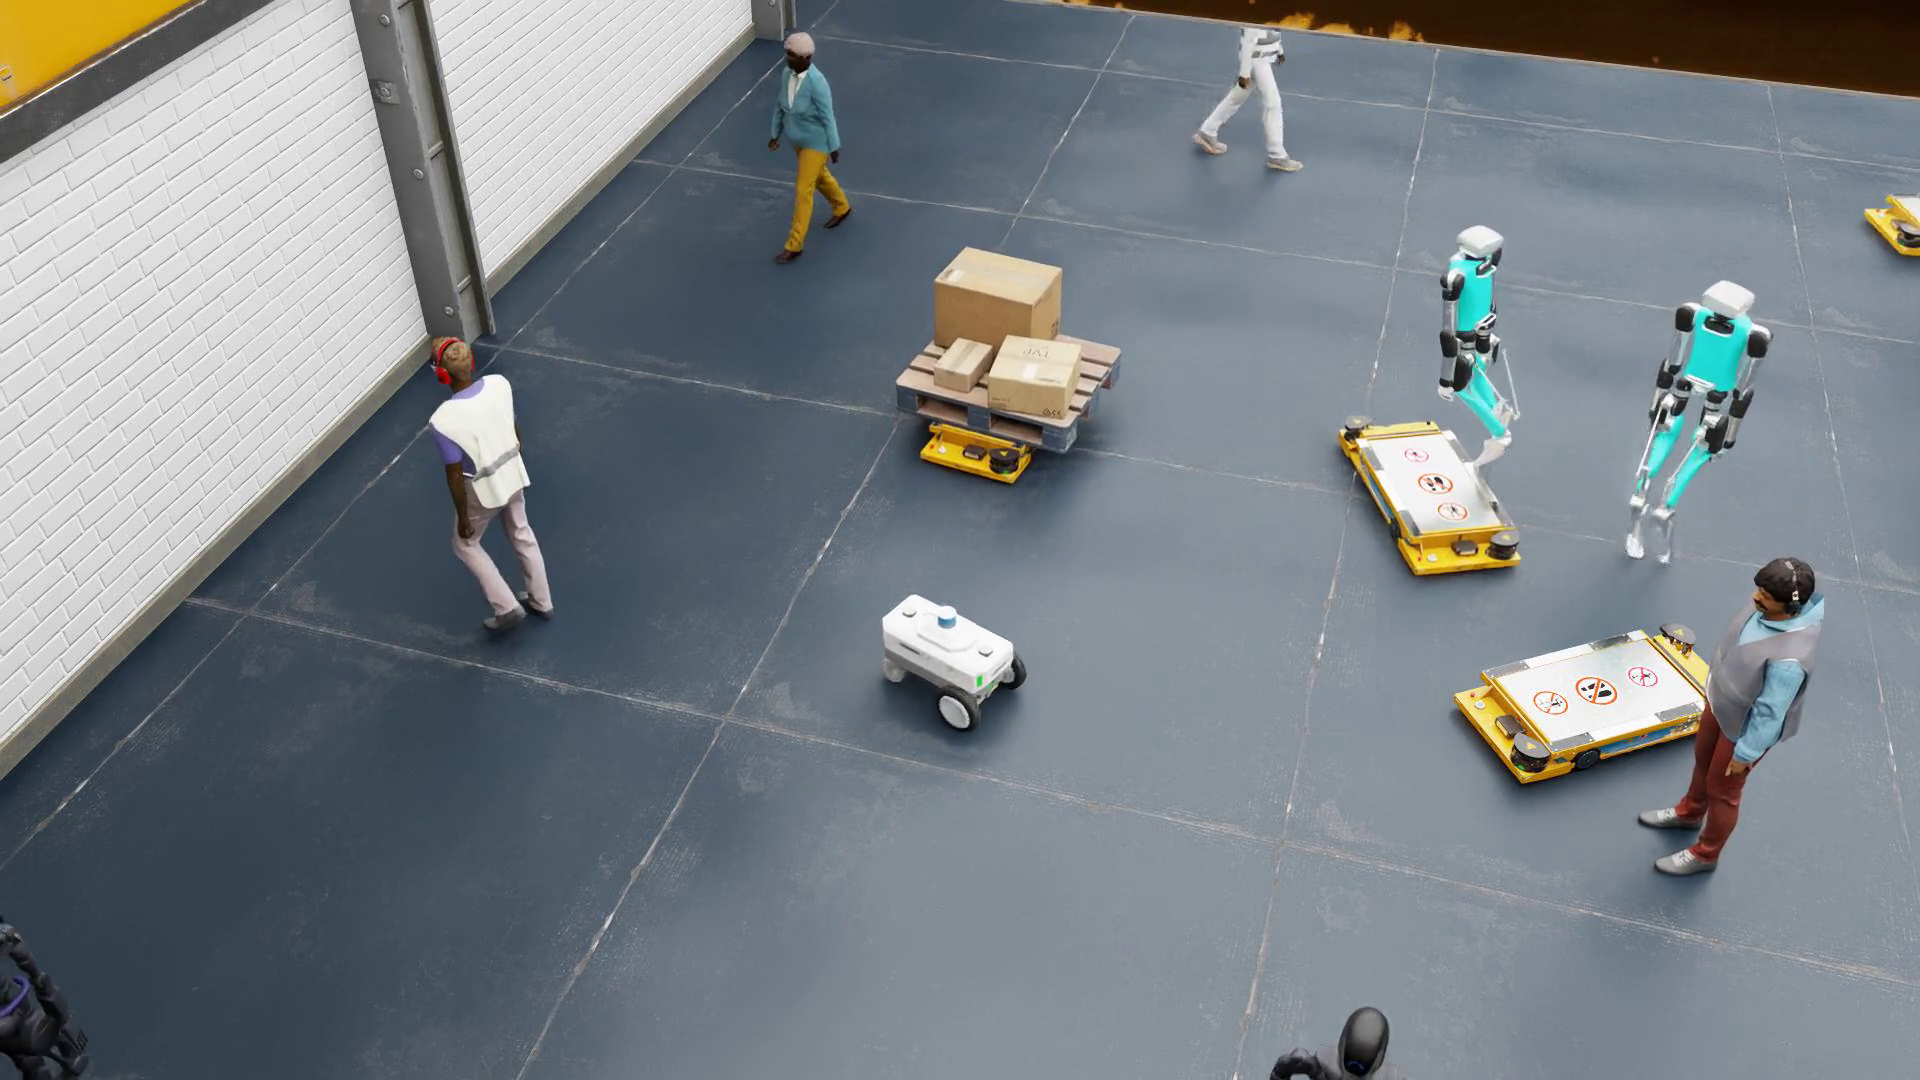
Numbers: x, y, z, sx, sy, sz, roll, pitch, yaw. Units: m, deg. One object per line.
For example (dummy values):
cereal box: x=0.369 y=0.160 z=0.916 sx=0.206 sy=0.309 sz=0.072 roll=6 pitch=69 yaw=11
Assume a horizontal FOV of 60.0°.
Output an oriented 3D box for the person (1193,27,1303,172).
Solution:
person: x=2.438 y=-3.991 z=13.719 sx=0.962 sy=1.840 sz=0.590 roll=13 pitch=41 yaw=16

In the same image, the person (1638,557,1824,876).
person: x=3.626 y=0.825 z=7.703 sx=0.421 sy=1.869 sz=0.546 roll=3 pitch=39 yaw=4

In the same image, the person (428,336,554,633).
person: x=-2.572 y=-0.275 z=9.119 sx=0.469 sy=1.812 sz=0.591 roll=19 pitch=43 yaw=22

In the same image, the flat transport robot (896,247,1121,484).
flat transport robot: x=0.337 y=-0.898 z=11.122 sx=0.659 sy=0.231 sz=1.431 roll=16 pitch=42 yaw=19

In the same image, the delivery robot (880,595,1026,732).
delivery robot: x=-0.063 y=0.616 z=9.004 sx=0.789 sy=0.587 sz=0.499 roll=25 pitch=45 yaw=28

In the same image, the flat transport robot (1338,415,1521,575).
flat transport robot: x=2.914 y=-0.314 z=10.395 sx=0.659 sy=0.231 sz=1.431 roll=-5 pitch=39 yaw=-7

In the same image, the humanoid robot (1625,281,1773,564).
humanoid robot: x=4.126 y=-0.592 z=9.574 sx=0.686 sy=1.783 sz=0.546 roll=-32 pitch=49 yaw=-33

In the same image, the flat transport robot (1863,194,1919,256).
flat transport robot: x=7.979 y=-2.478 z=13.087 sx=1.431 sy=0.231 sz=0.659 roll=-1 pitch=39 yaw=-1

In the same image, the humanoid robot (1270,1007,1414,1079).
humanoid robot: x=1.323 y=2.276 z=6.051 sx=0.604 sy=1.640 sz=0.525 roll=10 pitch=40 yaw=12

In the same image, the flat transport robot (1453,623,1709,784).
flat transport robot: x=3.457 y=0.864 z=8.930 sx=1.431 sy=0.231 sz=0.659 roll=-12 pitch=40 yaw=-15

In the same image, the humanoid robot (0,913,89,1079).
humanoid robot: x=-3.820 y=1.887 z=6.541 sx=0.612 sy=1.644 sz=0.420 roll=7 pitch=39 yaw=9

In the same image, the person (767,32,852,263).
person: x=-1.152 y=-3.035 z=12.626 sx=0.901 sy=1.704 sz=0.528 roll=-29 pitch=47 yaw=-31

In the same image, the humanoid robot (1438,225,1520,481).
humanoid robot: x=3.205 y=-0.964 z=10.100 sx=0.751 sy=1.852 sz=0.546 roll=31 pitch=48 yaw=32
